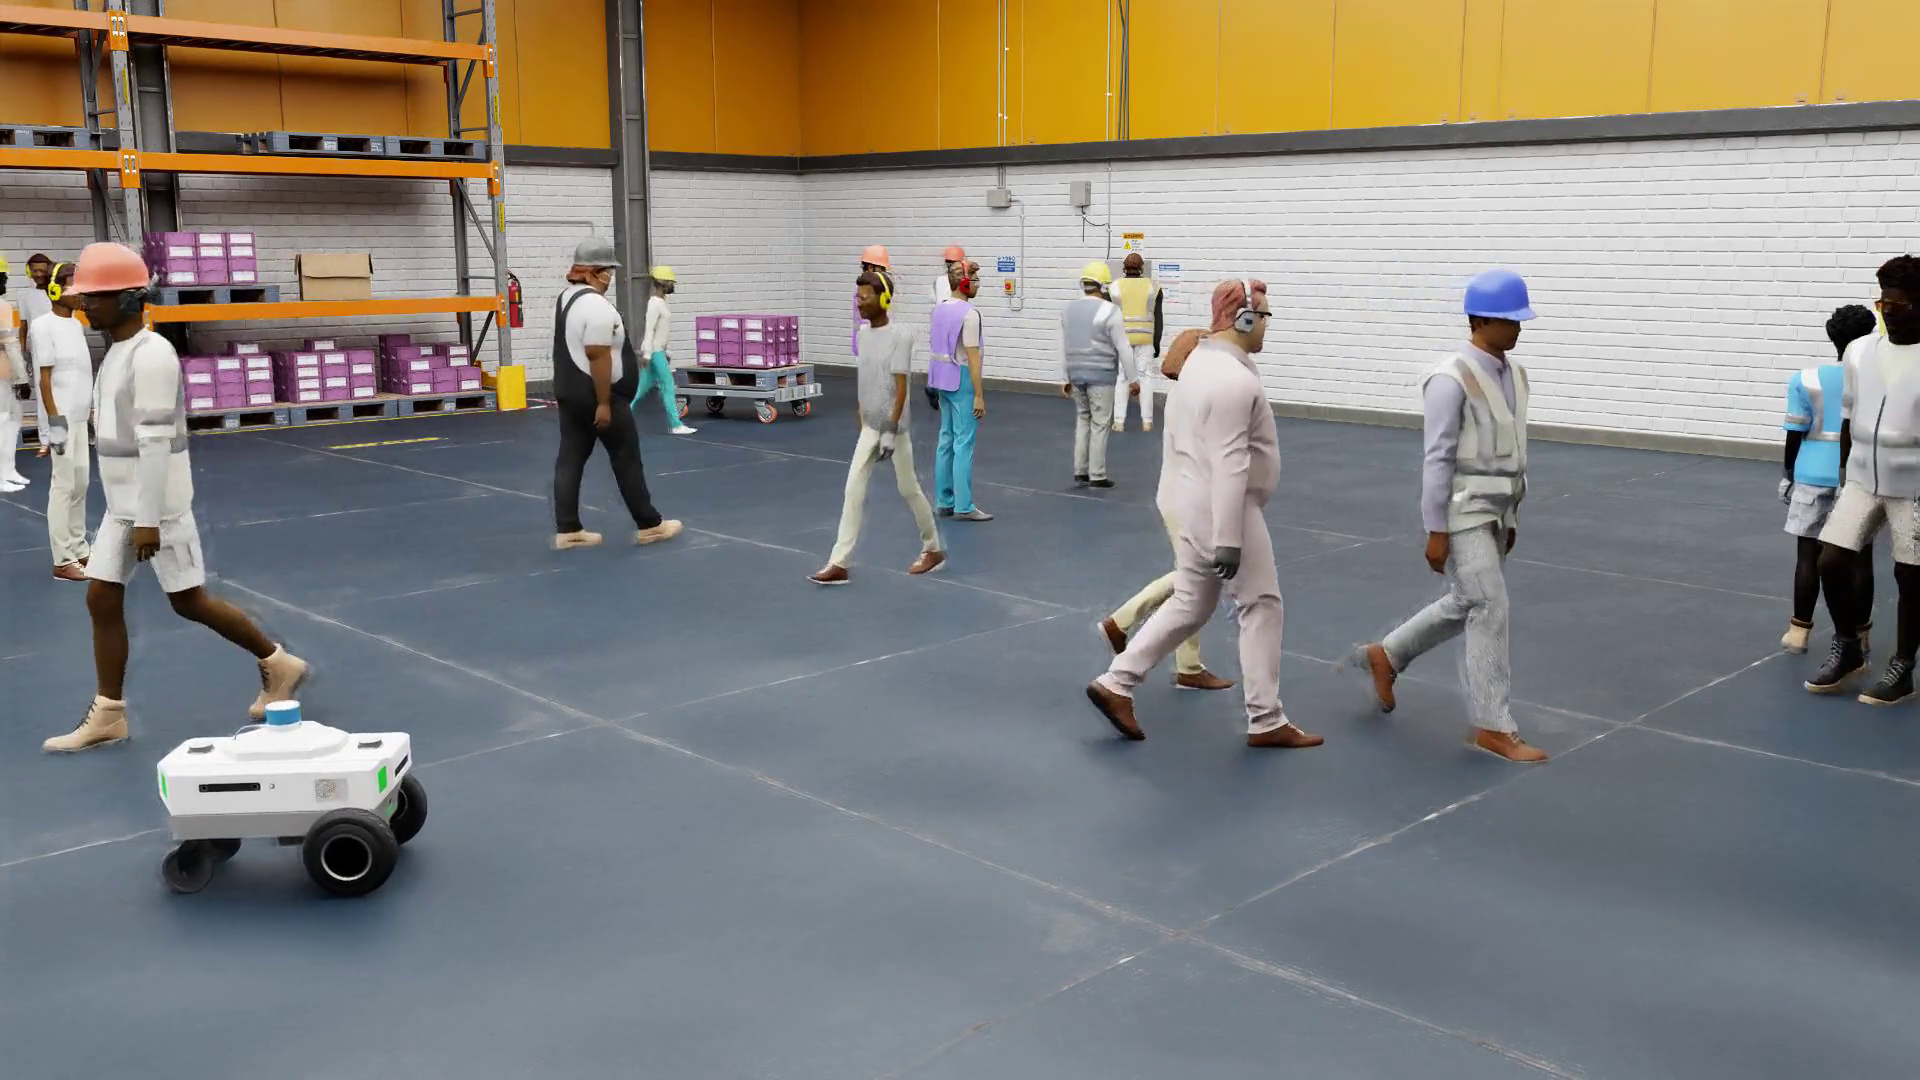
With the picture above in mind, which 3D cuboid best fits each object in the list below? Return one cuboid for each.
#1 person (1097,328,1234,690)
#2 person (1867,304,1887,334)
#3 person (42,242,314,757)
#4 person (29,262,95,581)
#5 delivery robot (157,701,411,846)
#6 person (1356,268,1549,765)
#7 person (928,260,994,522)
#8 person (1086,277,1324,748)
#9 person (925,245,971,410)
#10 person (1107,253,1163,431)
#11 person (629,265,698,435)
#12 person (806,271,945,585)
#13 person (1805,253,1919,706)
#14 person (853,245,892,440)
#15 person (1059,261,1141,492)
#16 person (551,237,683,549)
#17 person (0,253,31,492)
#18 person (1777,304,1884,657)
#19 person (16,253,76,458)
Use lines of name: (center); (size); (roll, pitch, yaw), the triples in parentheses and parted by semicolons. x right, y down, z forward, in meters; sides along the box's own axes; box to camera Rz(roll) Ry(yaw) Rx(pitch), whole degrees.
person: (0.935, -0.129, 7.388); (0.529, 1.623, 0.497); (0, 10, 2)
person: (6.179, -0.884, 10.926); (0.619, 1.838, 0.430); (6, 12, 31)
person: (-3.150, -0.175, 6.630); (0.976, 2.009, 0.603); (-10, 14, -43)
person: (-5.243, -0.697, 9.824); (0.330, 1.869, 0.518); (-1, 10, -4)
delivery robot: (-2.121, 0.751, 5.247); (0.707, 0.478, 0.477); (-1, 10, -5)
person: (1.964, -0.116, 6.588); (0.873, 1.918, 0.617); (10, 14, 44)
person: (-0.017, -1.051, 11.806); (0.376, 1.844, 0.573); (-6, 12, -29)
person: (0.967, -0.099, 6.582); (0.872, 1.870, 0.651); (-1, 10, -6)
person: (-0.143, -2.382, 18.898); (0.548, 1.918, 0.727); (9, 14, 40)
person: (1.781, -2.042, 17.224); (0.624, 1.844, 0.430); (0, 10, 1)
person: (-3.137, -1.916, 16.861); (0.832, 1.722, 0.526); (-1, 10, -7)
person: (-0.454, -0.654, 9.726); (0.512, 1.825, 0.980); (9, 14, 42)
person: (3.979, -0.231, 7.091); (0.557, 1.941, 0.612); (-6, 12, -31)
person: (-0.795, -1.721, 15.232); (0.366, 1.931, 0.542); (0, 10, 3)
person: (1.085, -1.286, 13.154); (0.469, 1.821, 0.612); (-10, 14, -43)
person: (-2.261, -0.967, 10.815); (0.915, 2.000, 0.703); (-8, 13, -37)
person: (-7.555, -1.326, 13.139); (0.610, 1.904, 0.593); (7, 12, 33)
person: (4.239, -0.284, 8.025); (0.540, 1.697, 0.317); (3, 11, 17)
person: (-8.315, -1.678, 15.199); (0.516, 1.861, 0.322); (-3, 11, -14)
